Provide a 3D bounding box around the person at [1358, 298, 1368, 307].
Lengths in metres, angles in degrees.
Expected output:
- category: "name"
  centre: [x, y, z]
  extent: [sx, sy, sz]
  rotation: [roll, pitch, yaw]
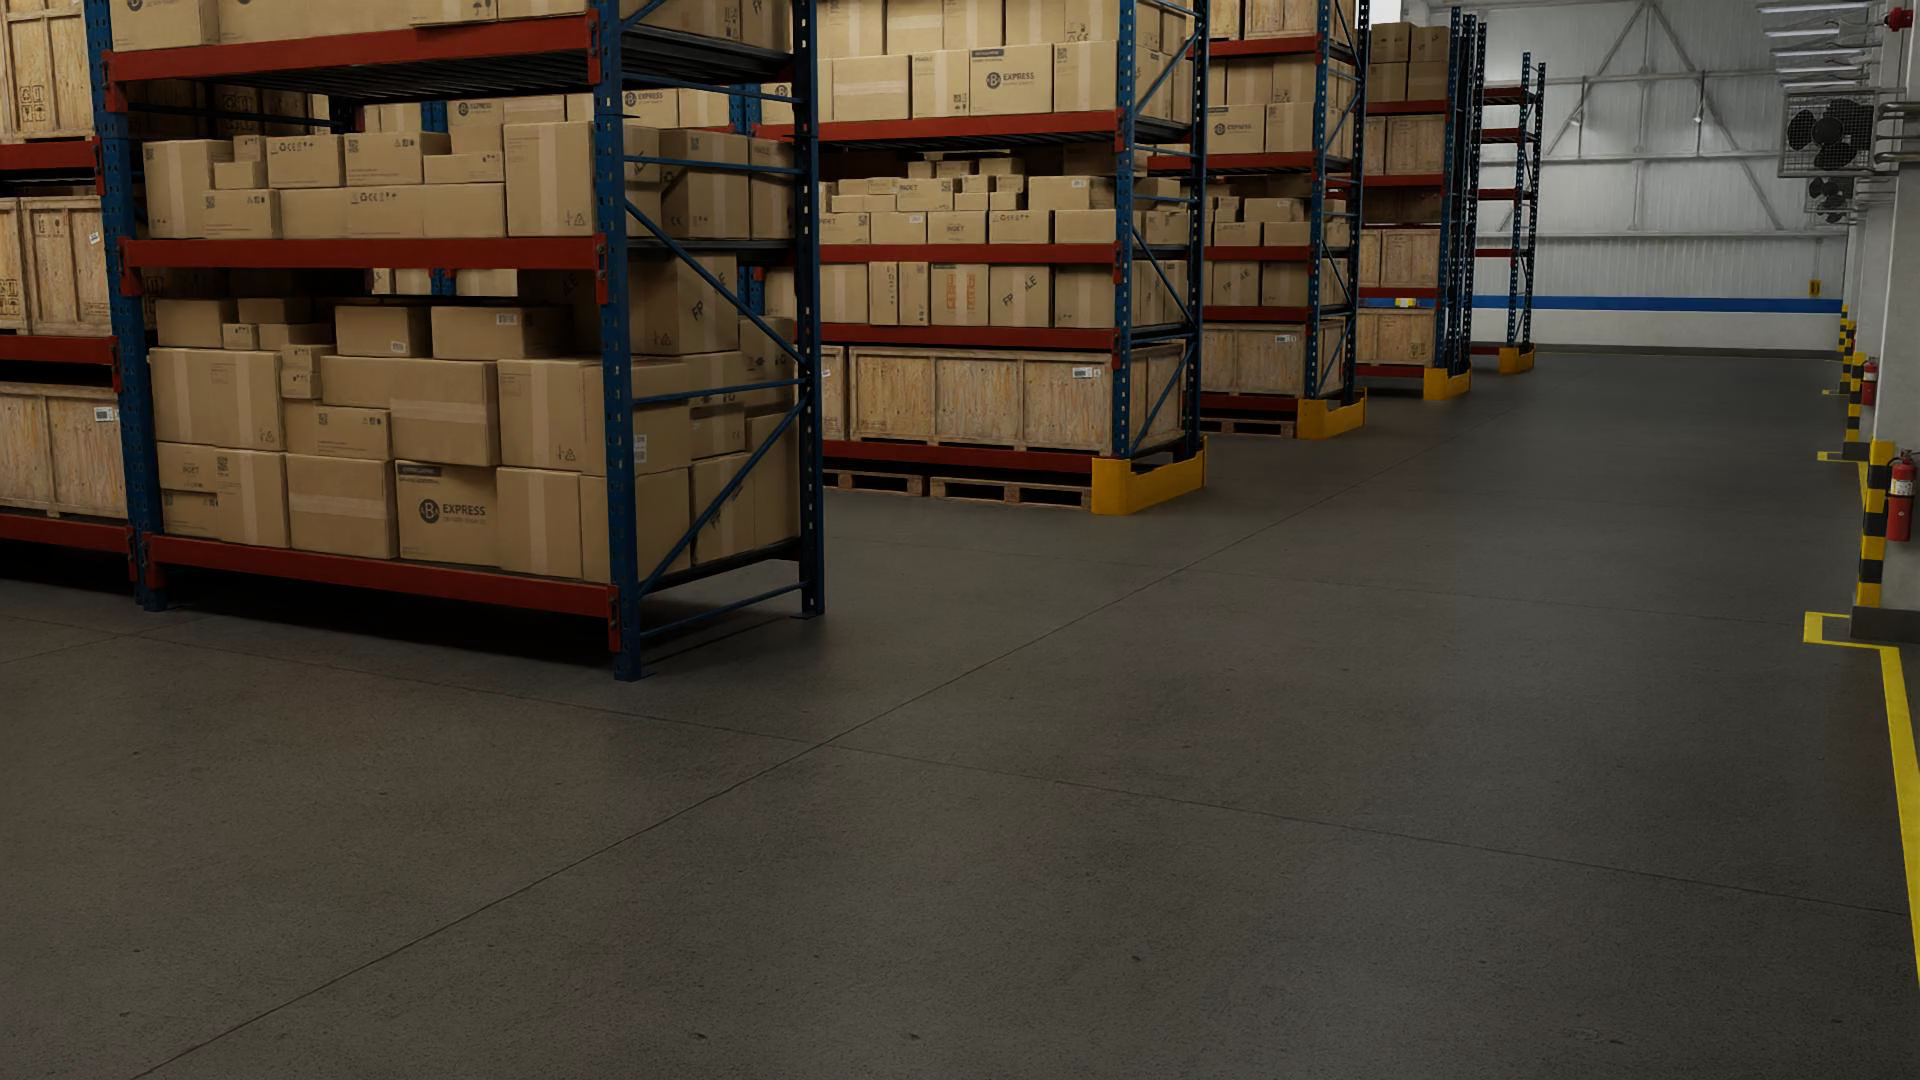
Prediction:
- category: "person"
  centre: [7.759, -4.307, 32.948]
  extent: [0.624, 1.930, 0.380]
  rotation: [1, 10, 8]
